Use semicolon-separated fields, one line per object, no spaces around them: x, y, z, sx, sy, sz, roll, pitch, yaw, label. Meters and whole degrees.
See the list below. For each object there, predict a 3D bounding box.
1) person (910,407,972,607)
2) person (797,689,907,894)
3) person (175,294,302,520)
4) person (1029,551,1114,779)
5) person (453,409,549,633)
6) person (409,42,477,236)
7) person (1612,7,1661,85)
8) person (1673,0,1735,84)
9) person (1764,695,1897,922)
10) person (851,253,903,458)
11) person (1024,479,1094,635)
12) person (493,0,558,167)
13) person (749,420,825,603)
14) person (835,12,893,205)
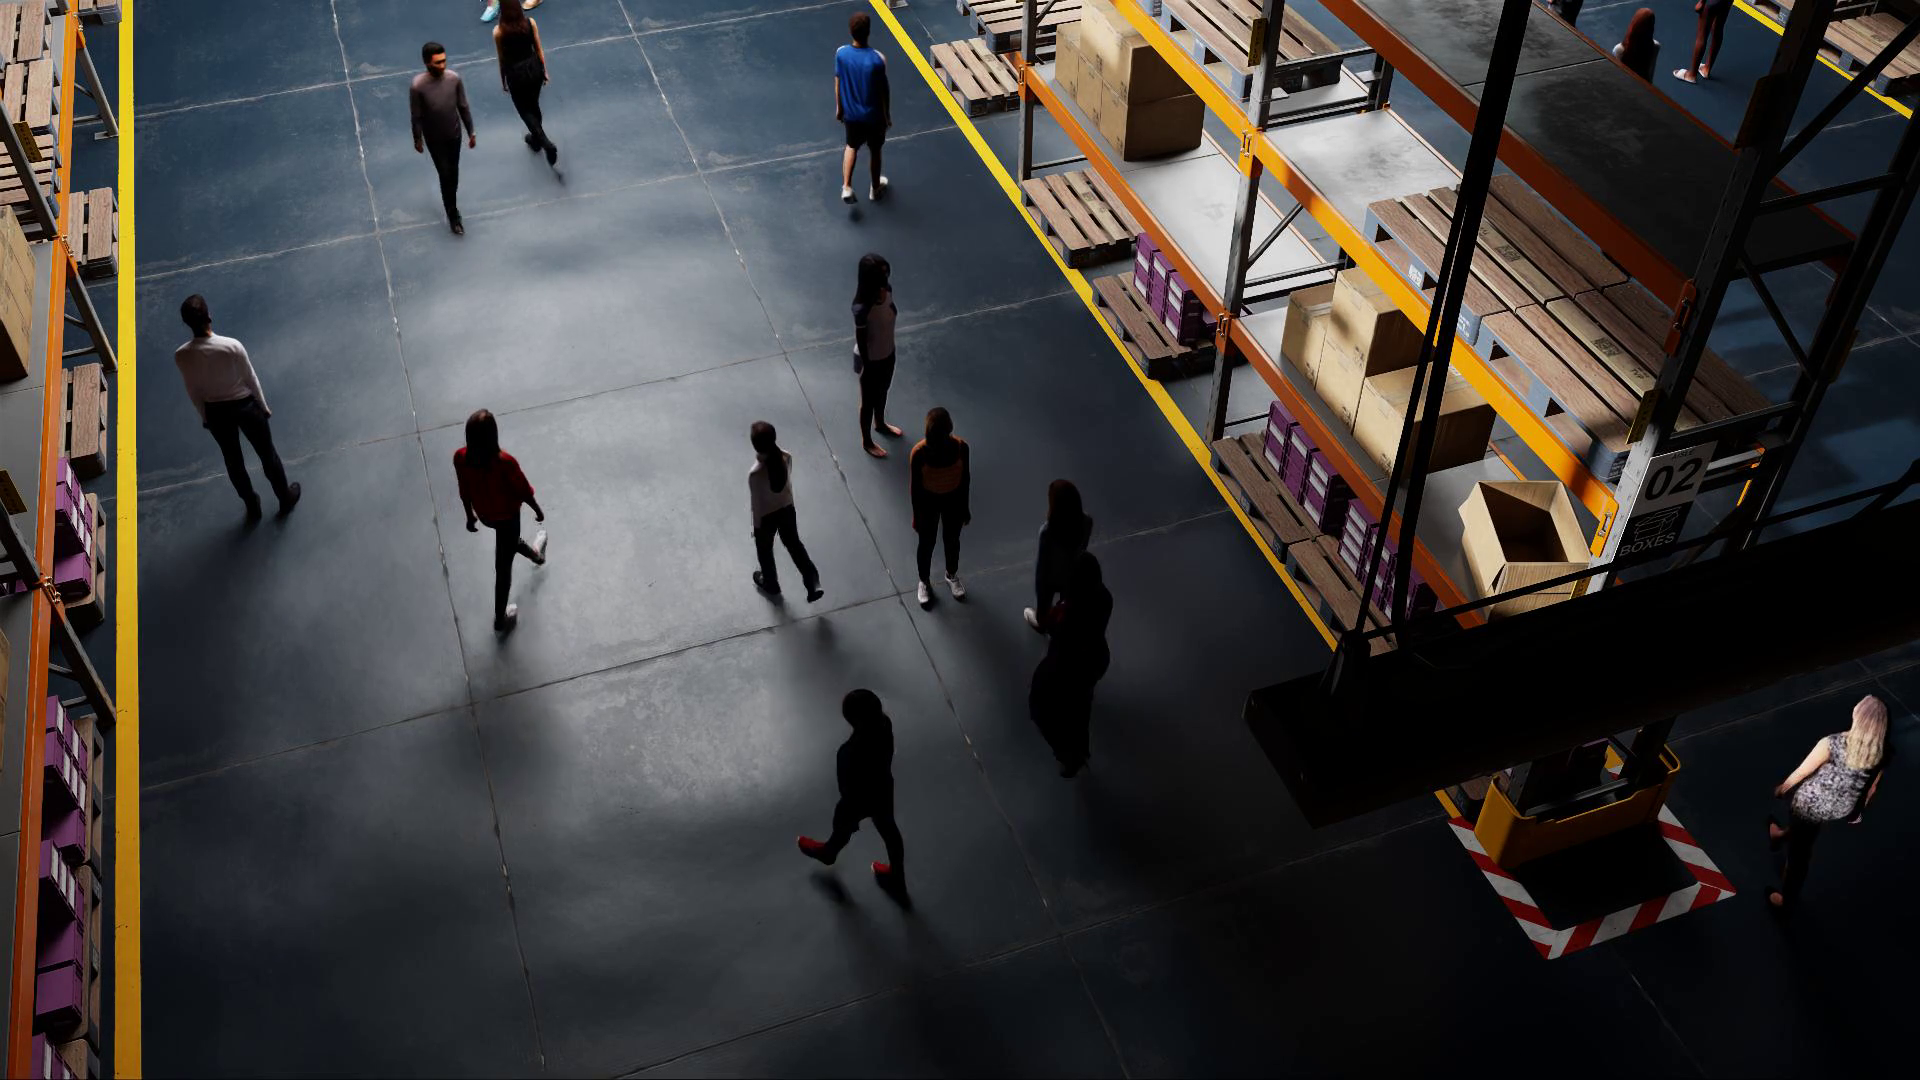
-0.138;-0.246;11.300;0.586;1.629;0.540;-10;44;-10;person
-0.462;1.471;9.478;1.050;1.655;0.932;26;49;24;person
-5.184;-0.925;11.839;0.636;1.868;0.586;-10;45;-10;person
0.782;0.808;10.118;0.868;1.732;0.824;22;48;21;person
-3.110;-0.088;11.114;1.052;1.656;1.203;11;45;11;person
-4.616;-3.634;14.769;0.779;1.748;0.833;-20;47;-19;person
6.025;-3.937;15.099;0.811;1.732;1.164;-3;44;-4;person
7.605;-5.441;16.685;0.634;1.721;0.569;-20;47;-20;person
4.883;1.574;9.352;0.807;1.679;1.027;1;44;1;person
-0.632;-1.422;12.478;0.720;1.706;0.674;21;47;20;person
0.704;0.283;10.870;0.602;1.455;0.837;-18;46;-18;person
-4.036;-4.275;15.500;0.800;1.668;1.088;-27;50;-26;person
-1.196;-0.140;11.251;0.720;1.541;0.950;-33;52;-30;person
-0.893;-3.812;14.876;0.988;1.858;1.091;12;45;13;person
